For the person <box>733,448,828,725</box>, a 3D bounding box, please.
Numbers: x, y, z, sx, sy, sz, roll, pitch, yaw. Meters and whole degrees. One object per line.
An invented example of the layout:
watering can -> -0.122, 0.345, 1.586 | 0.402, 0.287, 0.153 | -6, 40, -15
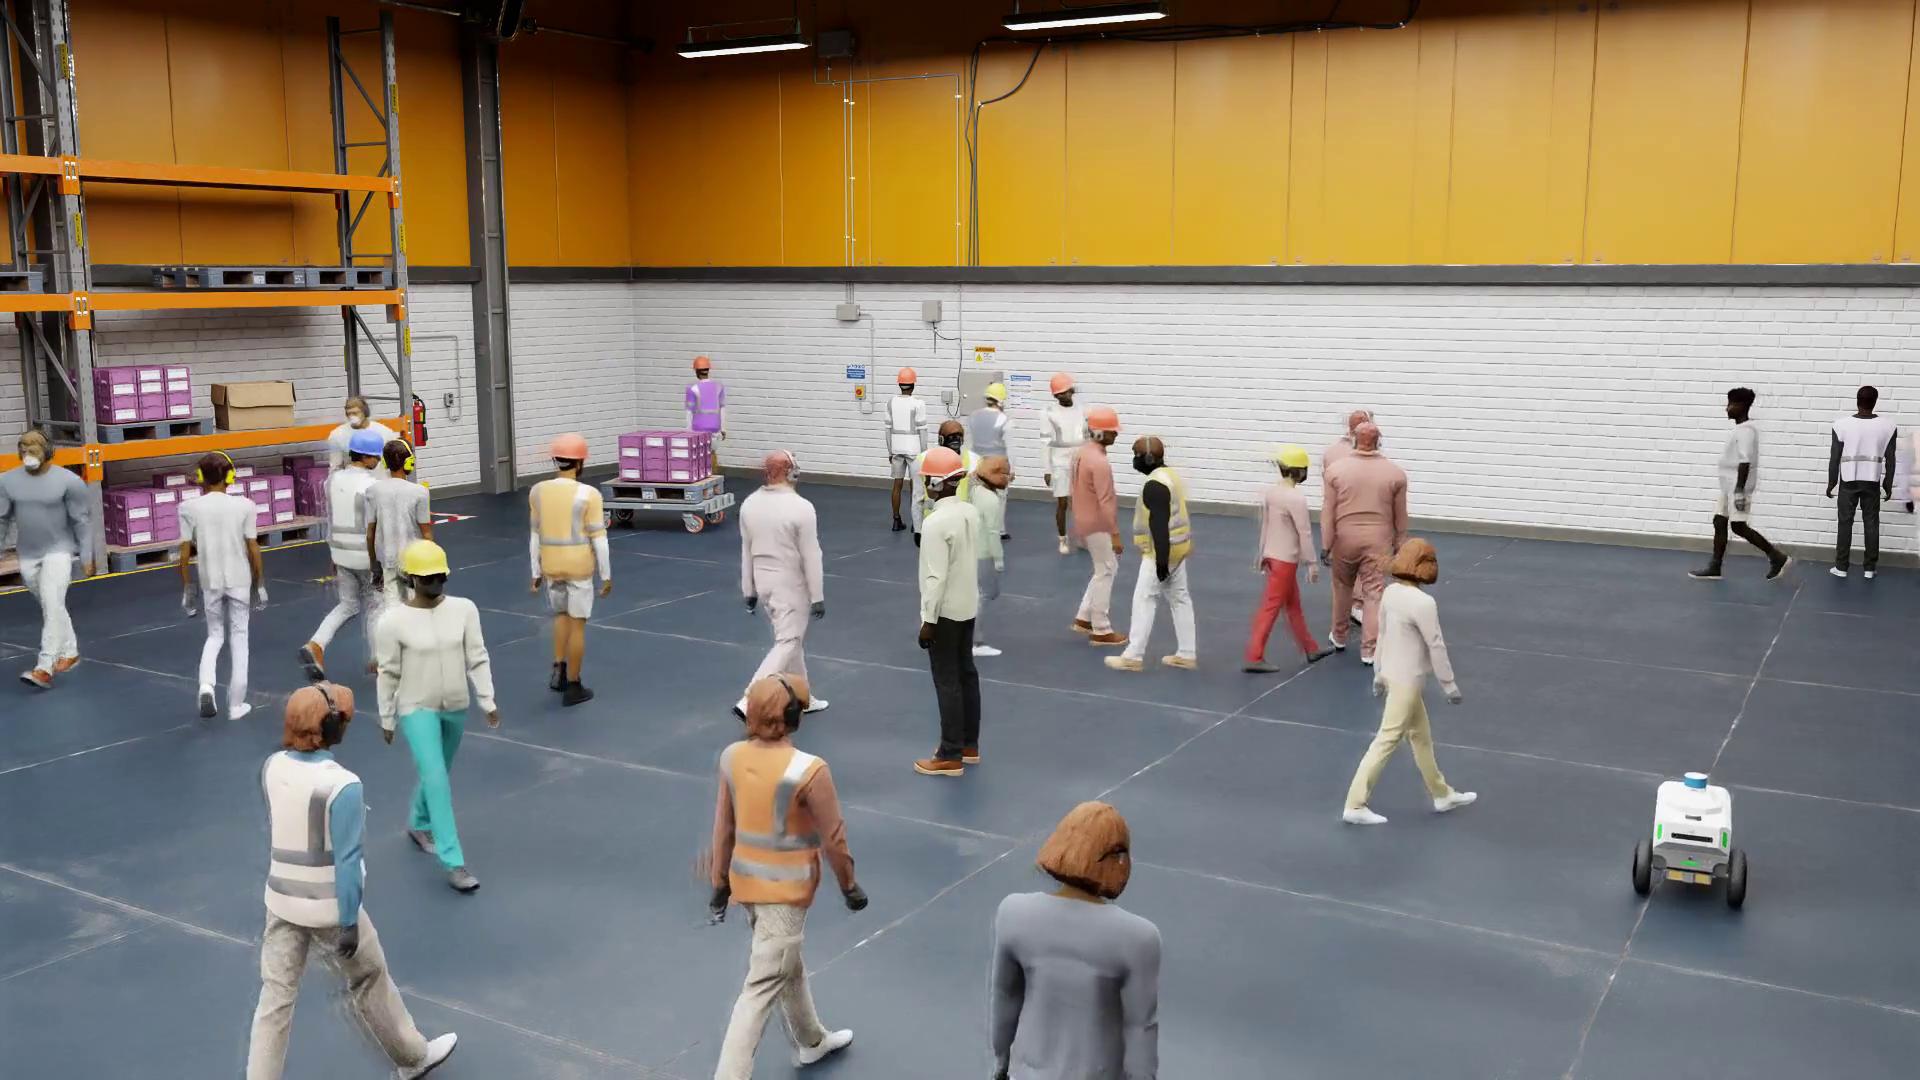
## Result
person -> -1.207, 0.323, 11.107 | 0.645, 1.875, 0.918 | 8, 12, 41

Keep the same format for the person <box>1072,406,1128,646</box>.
person -> 1.138, -0.110, 13.510 | 0.445, 1.972, 0.643 | -1, 9, -6

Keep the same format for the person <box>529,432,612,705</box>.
person -> -2.736, 0.205, 11.720 | 0.573, 1.918, 0.439 | 3, 10, 17

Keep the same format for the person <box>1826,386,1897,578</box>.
person -> 8.992, -0.577, 16.604 | 0.596, 1.916, 0.372 | 3, 10, 18

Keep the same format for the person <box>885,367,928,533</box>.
person -> -0.613, -1.055, 19.512 | 0.545, 1.942, 0.349 | 4, 10, 26

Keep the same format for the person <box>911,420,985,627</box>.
person -> -0.085, -0.095, 13.907 | 0.643, 1.833, 0.431 | -1, 9, -8

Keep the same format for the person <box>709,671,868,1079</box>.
person -> -0.672, 1.278, 6.039 | 0.514, 1.599, 0.848 | 8, 12, 41

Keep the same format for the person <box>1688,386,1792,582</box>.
person -> 7.699, -0.536, 16.291 | 0.841, 1.942, 0.610 | 3, 10, 20

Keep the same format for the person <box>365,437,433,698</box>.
person -> -3.973, 0.204, 11.878 | 0.520, 1.873, 0.333 | 2, 9, 10

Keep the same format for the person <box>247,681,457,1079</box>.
person -> -2.250, 1.289, 5.952 | 0.529, 1.592, 0.847 | 5, 11, 30

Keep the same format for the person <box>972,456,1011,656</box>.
person -> 0.203, 0.132, 13.108 | 0.387, 1.608, 0.534 | -2, 9, -11

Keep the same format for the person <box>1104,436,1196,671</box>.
person -> 1.465, 0.112, 12.706 | 0.736, 1.804, 0.649 | 3, 9, 16

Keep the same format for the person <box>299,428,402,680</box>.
person -> -4.480, 0.129, 12.247 | 0.619, 1.906, 0.771 | 5, 10, 29

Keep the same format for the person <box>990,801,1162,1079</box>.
person -> 0.304, 1.513, 4.618 | 0.517, 1.583, 0.837 | 3, 10, 20

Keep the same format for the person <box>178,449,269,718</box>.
person -> -4.959, 0.318, 11.219 | 0.518, 1.856, 0.498 | -1, 9, -8

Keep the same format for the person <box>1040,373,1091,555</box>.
person -> 1.201, -0.813, 17.862 | 0.758, 1.987, 0.459 | -5, 10, -26

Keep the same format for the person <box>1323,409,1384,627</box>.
person -> 3.385, -0.171, 14.170 | 0.422, 1.893, 0.645 | -7, 12, -38

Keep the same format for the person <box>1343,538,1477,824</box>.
person -> 2.498, 0.780, 9.171 | 0.844, 1.589, 0.500 | -1, 9, -7

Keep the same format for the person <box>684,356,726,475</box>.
person -> -3.474, -1.538, 22.609 | 0.559, 1.917, 0.440 | -5, 10, -28

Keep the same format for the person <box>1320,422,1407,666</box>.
person -> 3.168, 0.004, 13.120 | 0.670, 1.870, 0.896 | 2, 9, 10

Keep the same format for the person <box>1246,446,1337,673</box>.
person -> 2.566, 0.149, 12.637 | 0.870, 1.723, 0.553 | -2, 9, -14

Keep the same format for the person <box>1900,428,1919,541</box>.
person -> 9.310, -0.404, 15.891 | 0.531, 1.805, 0.686 | -7, 12, -38

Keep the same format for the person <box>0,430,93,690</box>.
person -> -6.790, 0.141, 12.266 | 0.655, 1.868, 1.031 | 0, 9, 1

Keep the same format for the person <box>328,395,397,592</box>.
person -> -5.746, -0.484, 16.162 | 0.677, 1.891, 0.962 | -1, 9, -6

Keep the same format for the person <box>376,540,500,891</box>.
person -> -2.650, 0.840, 8.392 | 0.529, 1.718, 0.943 | -9, 13, -44

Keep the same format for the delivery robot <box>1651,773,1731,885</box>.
delivery robot -> 3.627, 1.397, 8.236 | 0.477, 0.478, 0.707 | 4, 10, 24

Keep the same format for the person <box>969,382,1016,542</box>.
person -> 0.362, -0.854, 18.633 | 0.614, 1.819, 0.523 | 7, 11, 35

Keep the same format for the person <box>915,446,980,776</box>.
person -> -0.087, 0.427, 10.097 | 0.395, 1.993, 0.616 | 4, 10, 25
